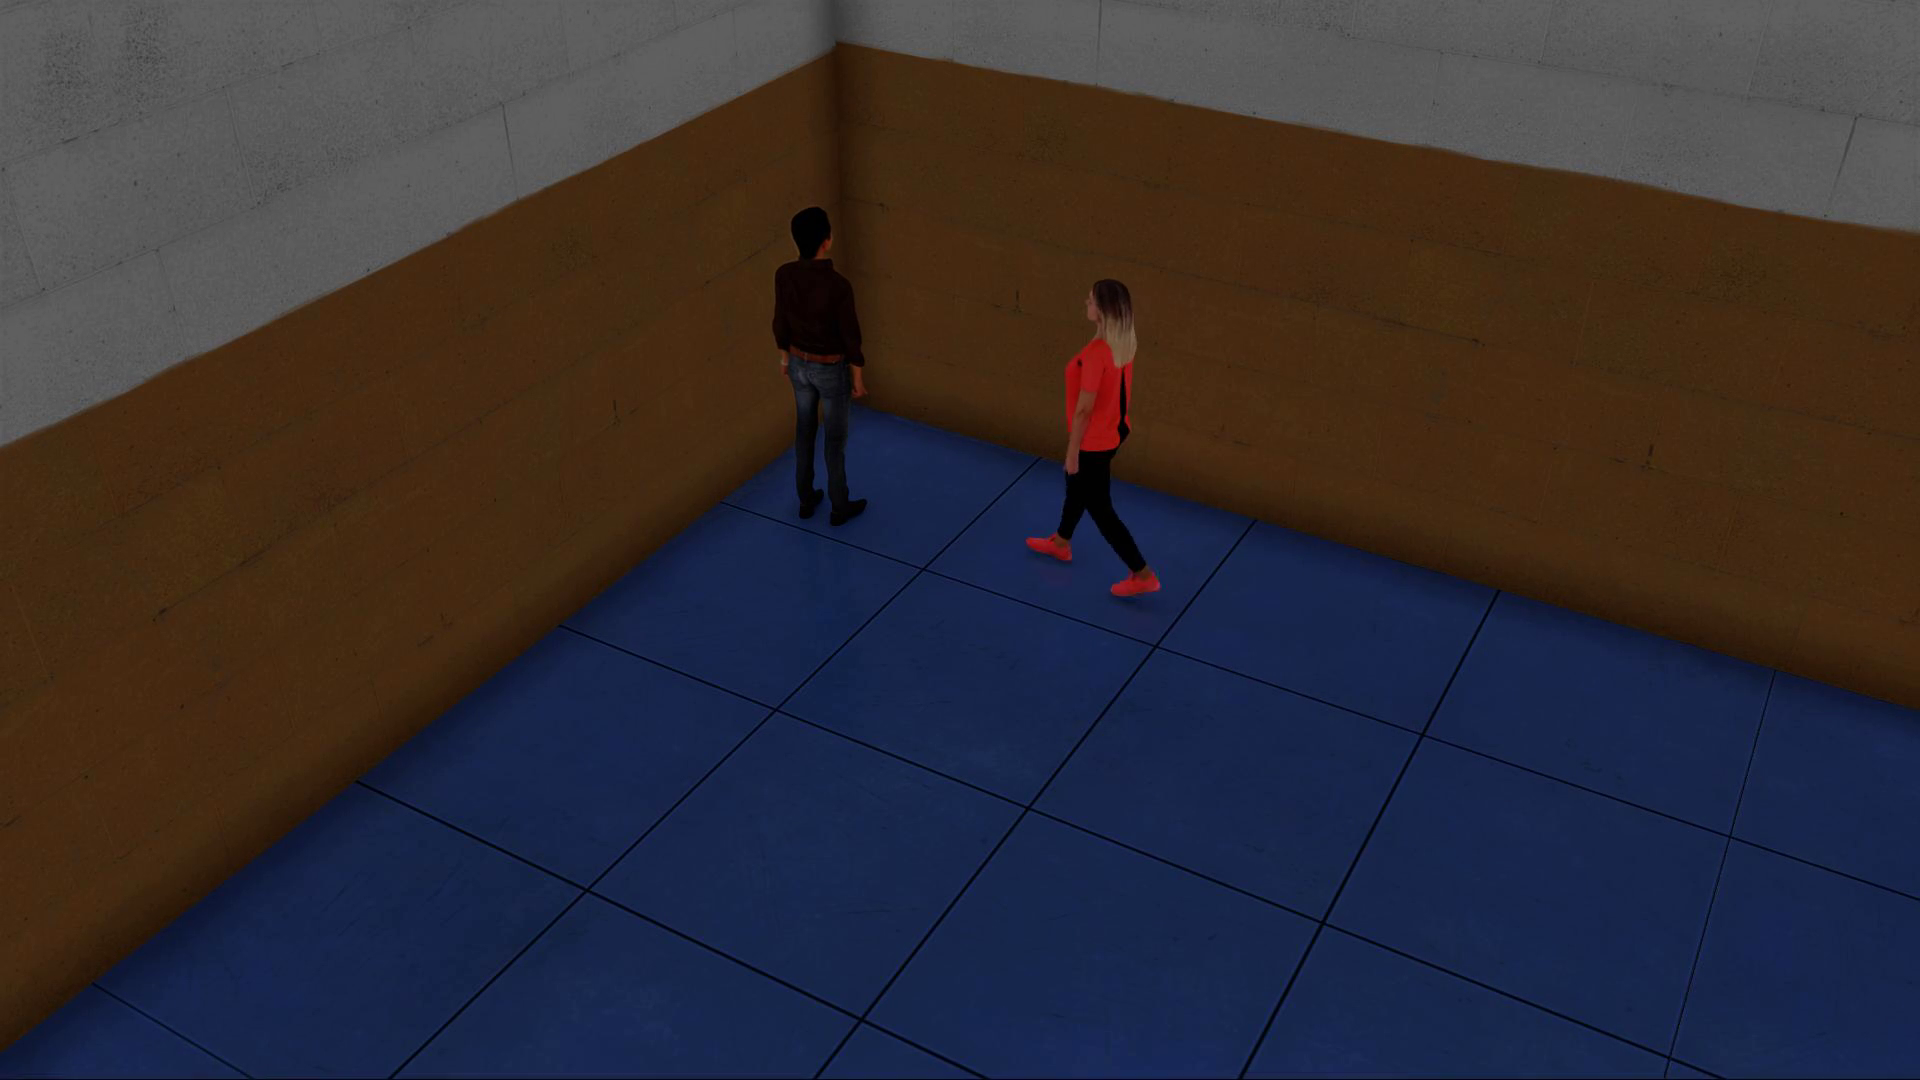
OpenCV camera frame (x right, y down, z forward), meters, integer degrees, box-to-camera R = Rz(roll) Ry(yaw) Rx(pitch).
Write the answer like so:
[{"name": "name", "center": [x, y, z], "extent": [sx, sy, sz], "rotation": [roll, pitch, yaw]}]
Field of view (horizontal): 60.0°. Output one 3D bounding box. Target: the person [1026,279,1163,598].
[{"name": "person", "center": [0.746, -0.460, 8.146], "extent": [0.682, 1.662, 0.982], "rotation": [16, 37, 23]}]

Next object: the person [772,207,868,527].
[{"name": "person", "center": [-0.737, -0.890, 8.685], "extent": [0.661, 1.781, 0.524], "rotation": [16, 37, 22]}]
